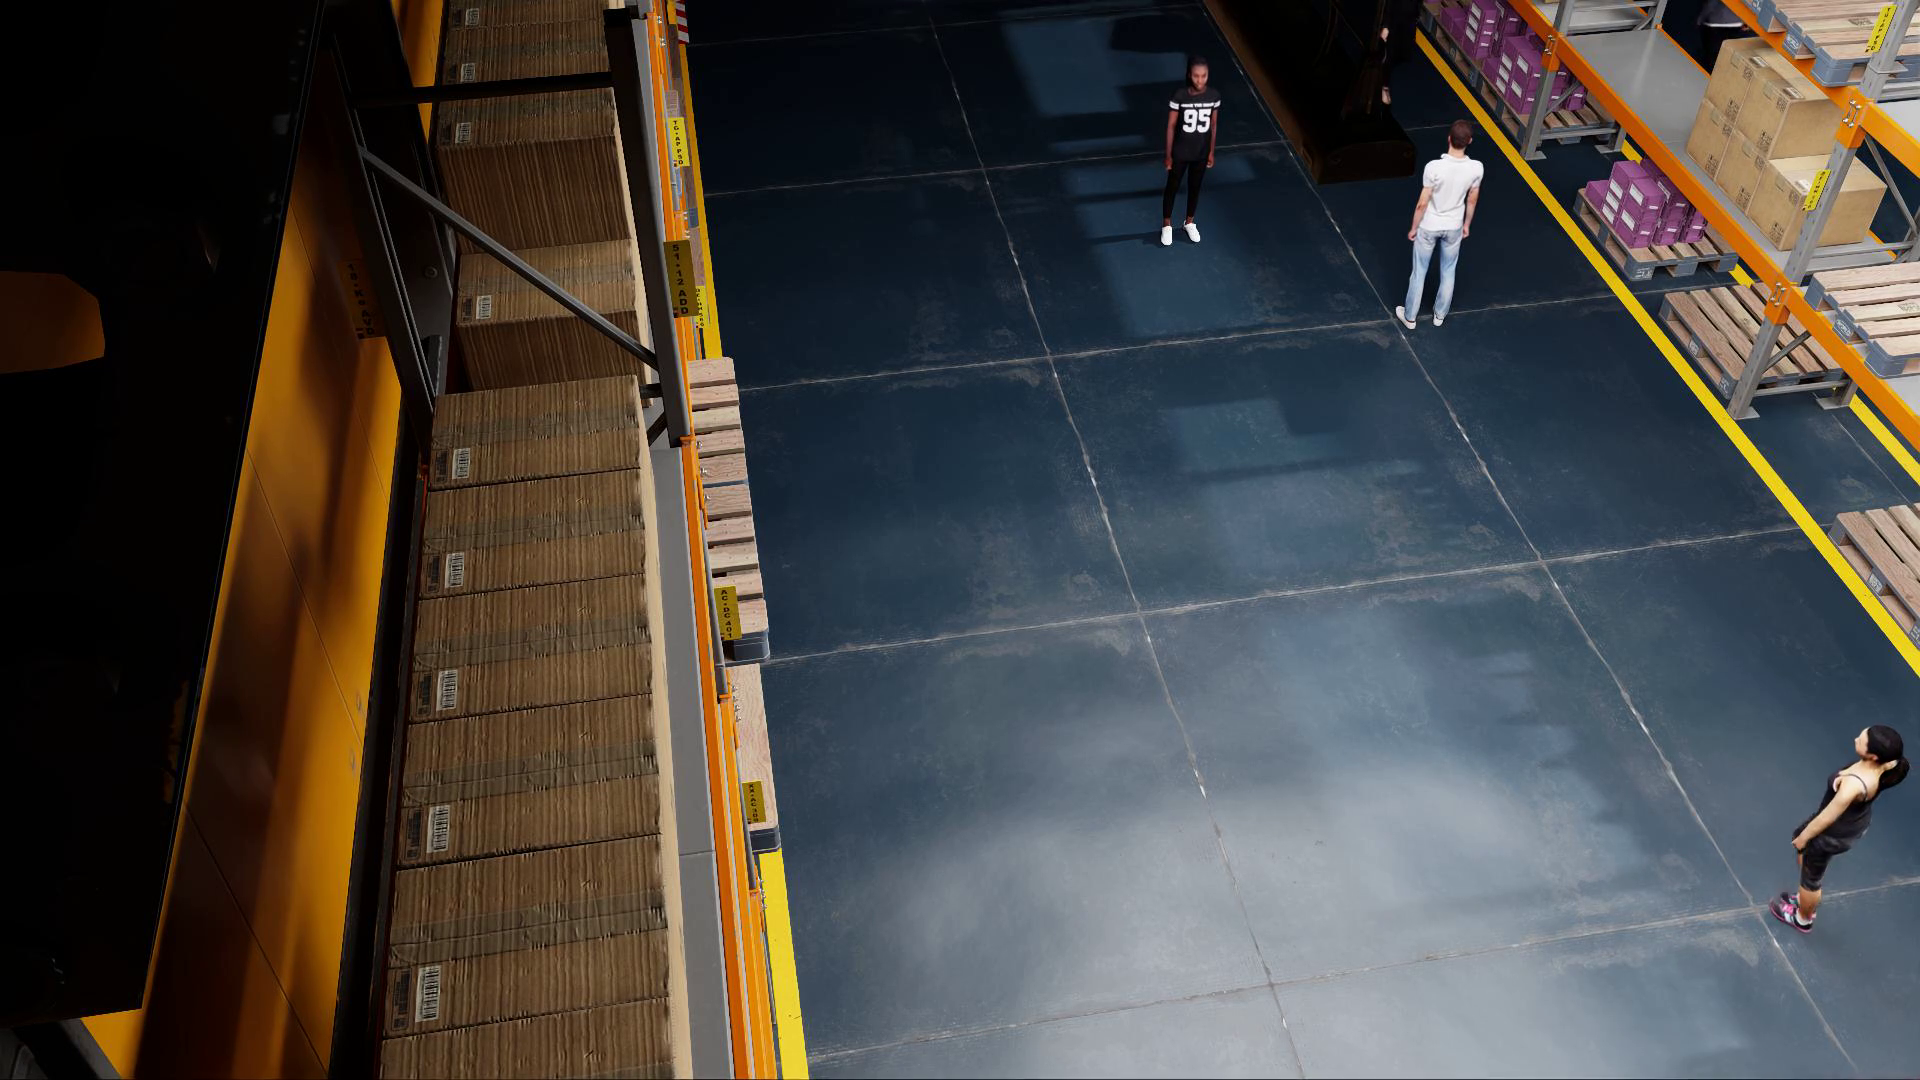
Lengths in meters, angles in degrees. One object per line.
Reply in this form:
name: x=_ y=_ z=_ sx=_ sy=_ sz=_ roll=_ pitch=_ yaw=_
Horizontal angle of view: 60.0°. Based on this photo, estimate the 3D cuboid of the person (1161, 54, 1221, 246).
person: x=2.005 y=-3.405 z=14.538 sx=0.600 sy=1.728 sz=0.558 roll=-6 pitch=44 yaw=-7

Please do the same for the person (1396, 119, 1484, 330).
person: x=3.915 y=-2.555 z=13.557 sx=0.673 sy=1.850 sz=0.563 roll=-3 pitch=44 yaw=-3

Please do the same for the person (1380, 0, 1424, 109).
person: x=4.286 y=-5.107 z=16.349 sx=0.632 sy=1.693 sz=0.689 roll=-10 pitch=44 yaw=-10

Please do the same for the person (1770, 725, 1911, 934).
person: x=4.930 y=1.673 z=9.217 sx=0.689 sy=1.715 sz=0.714 roll=-25 pitch=49 yaw=-24

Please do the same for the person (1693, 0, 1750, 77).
person: x=7.566 y=-5.088 z=16.427 sx=0.757 sy=1.558 sz=1.050 roll=-12 pitch=45 yaw=-12
